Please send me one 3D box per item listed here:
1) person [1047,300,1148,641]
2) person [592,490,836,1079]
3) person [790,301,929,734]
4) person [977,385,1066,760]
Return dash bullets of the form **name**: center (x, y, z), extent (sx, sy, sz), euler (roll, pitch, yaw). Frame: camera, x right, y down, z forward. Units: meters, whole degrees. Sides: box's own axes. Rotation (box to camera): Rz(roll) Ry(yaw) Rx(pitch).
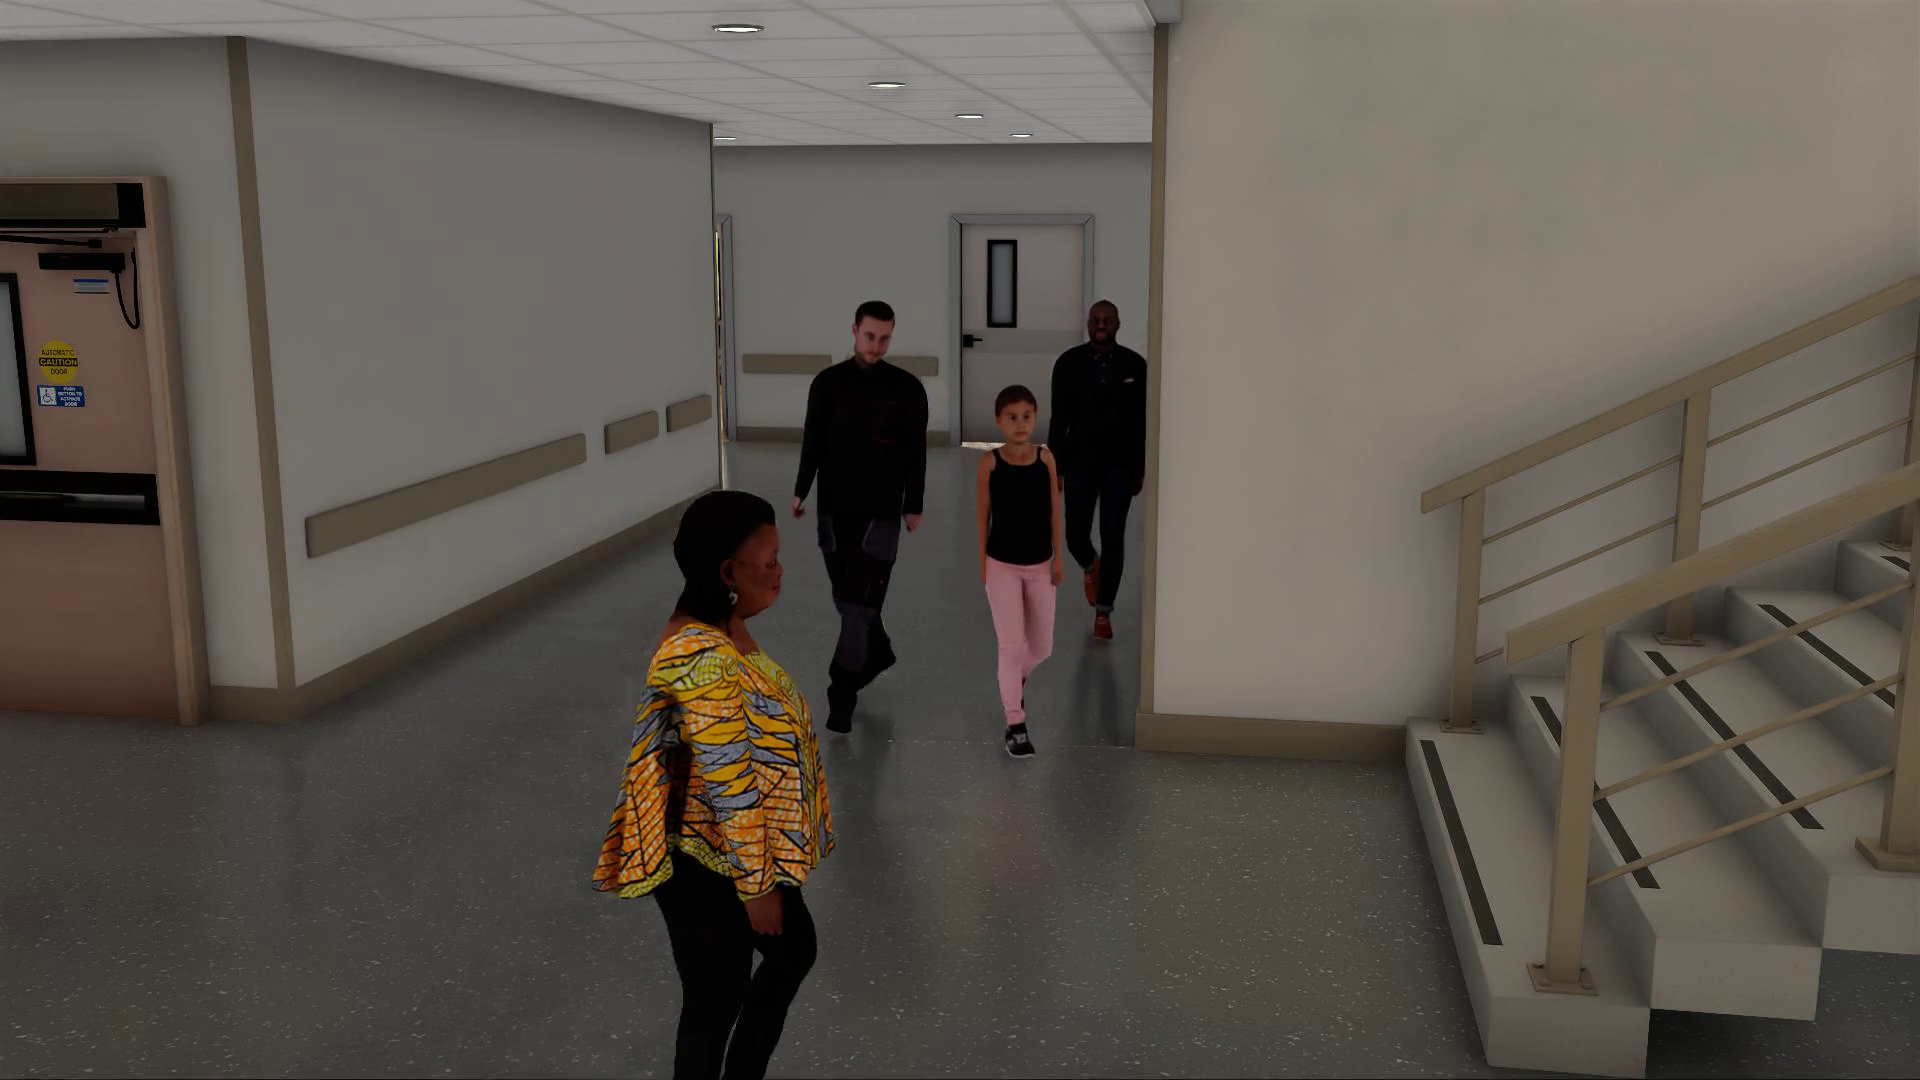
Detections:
- **person**: center (0.769, -0.388, 9.073), extent (0.957, 1.799, 0.767), euler (1, 11, 8)
- **person**: center (-0.609, 0.714, 3.687), extent (0.816, 1.641, 0.783), euler (0, 11, -2)
- **person**: center (-0.429, -0.119, 7.489), extent (1.190, 1.860, 0.960), euler (5, 12, 25)
- **person**: center (0.241, 0.113, 7.109), extent (0.943, 1.546, 0.825), euler (-3, 11, -14)
